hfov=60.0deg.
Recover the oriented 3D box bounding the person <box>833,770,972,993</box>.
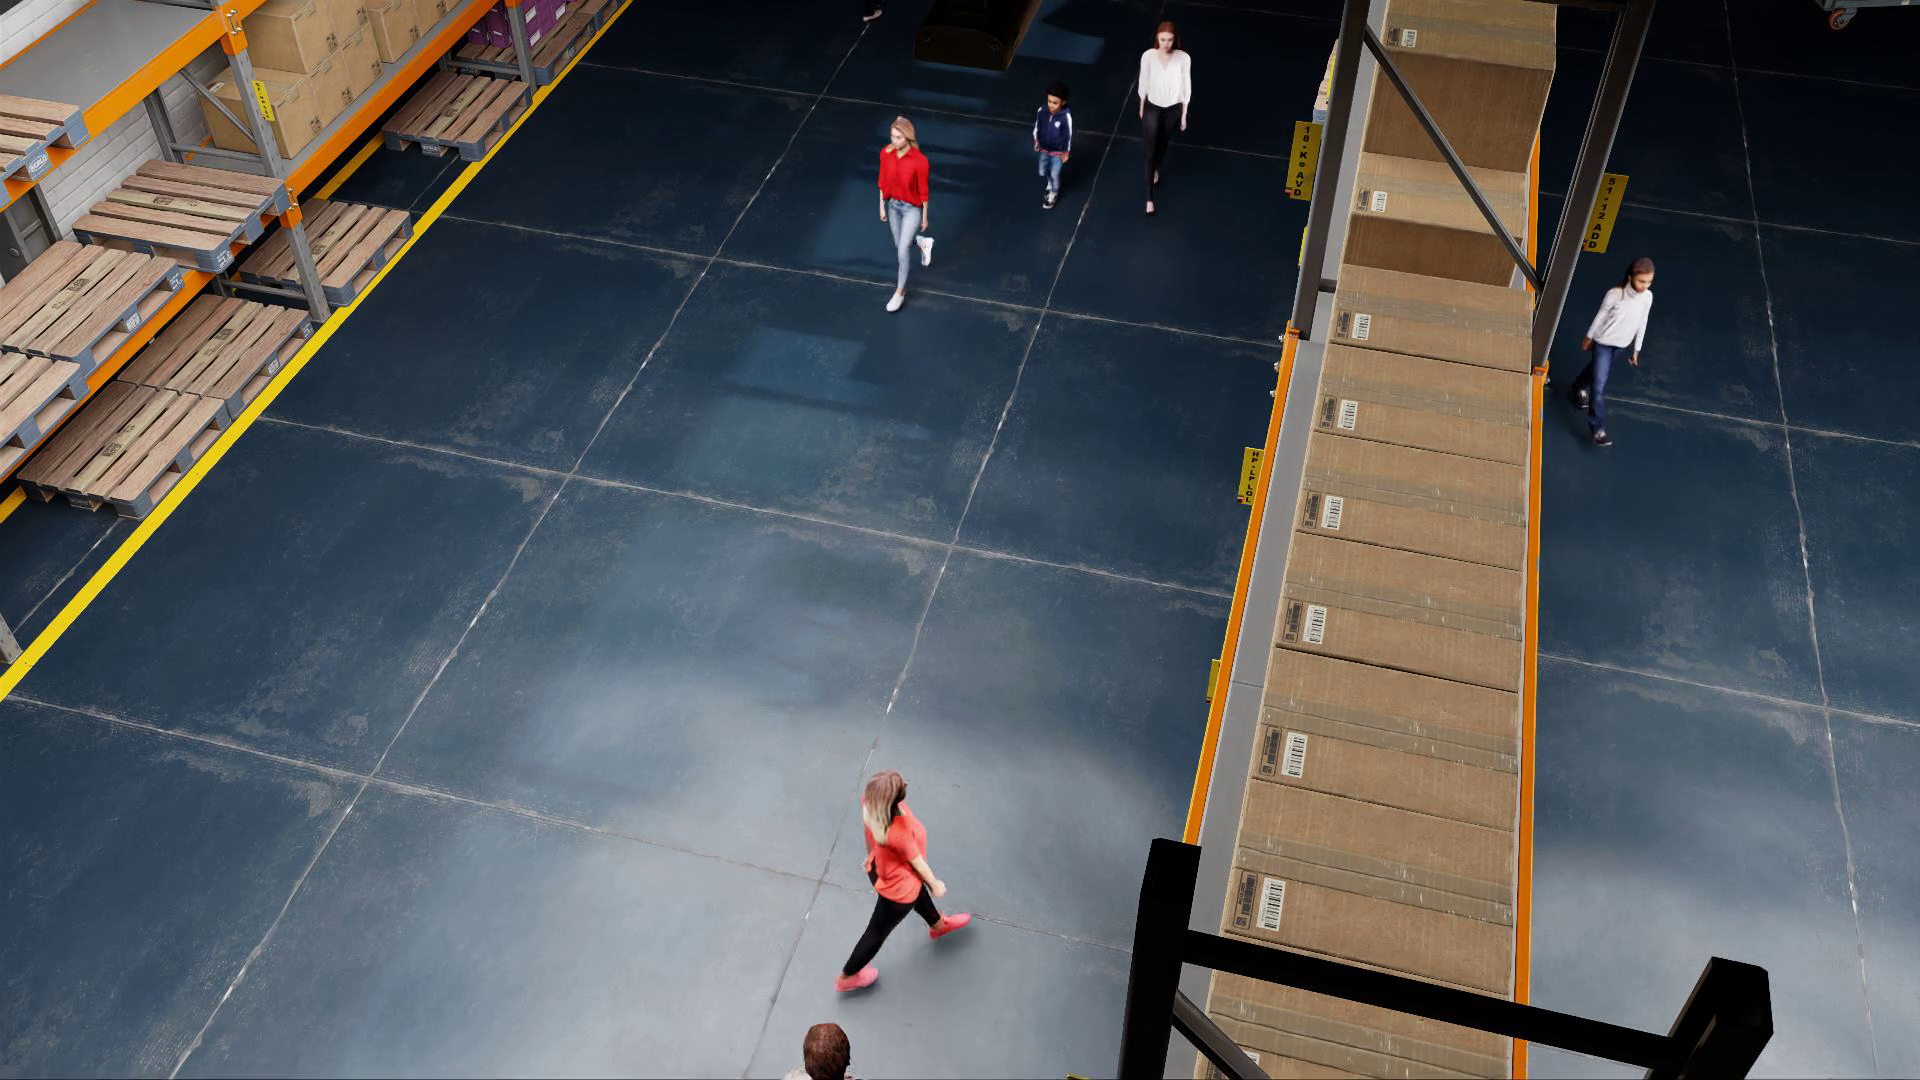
[{"bbox_3d":[-0.428,1.867,8.928,1.110,1.650,1.102,-20,47,-20],"label":"person"}]

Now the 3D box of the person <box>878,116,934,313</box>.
[{"bbox_3d":[-0.419,-2.756,13.756,0.780,1.684,1.081,20,47,19],"label":"person"}]

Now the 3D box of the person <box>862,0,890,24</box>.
[{"bbox_3d":[-0.978,-6.209,17.458,0.866,1.576,0.943,31,51,28],"label":"person"}]

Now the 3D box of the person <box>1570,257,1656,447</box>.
[{"bbox_3d":[4.908,-1.541,12.609,0.770,1.506,1.124,-3,44,-3],"label":"person"}]

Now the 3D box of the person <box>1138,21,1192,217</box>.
[{"bbox_3d":[1.809,-3.837,14.871,0.769,1.711,1.169,2,44,2],"label":"person"}]

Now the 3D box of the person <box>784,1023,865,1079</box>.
[{"bbox_3d":[-0.569,2.896,7.684,0.739,1.876,0.846,4,44,5],"label":"person"}]

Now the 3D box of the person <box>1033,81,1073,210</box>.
[{"bbox_3d":[0.862,-3.585,14.963,0.594,1.219,0.620,24,49,23],"label":"person"}]
